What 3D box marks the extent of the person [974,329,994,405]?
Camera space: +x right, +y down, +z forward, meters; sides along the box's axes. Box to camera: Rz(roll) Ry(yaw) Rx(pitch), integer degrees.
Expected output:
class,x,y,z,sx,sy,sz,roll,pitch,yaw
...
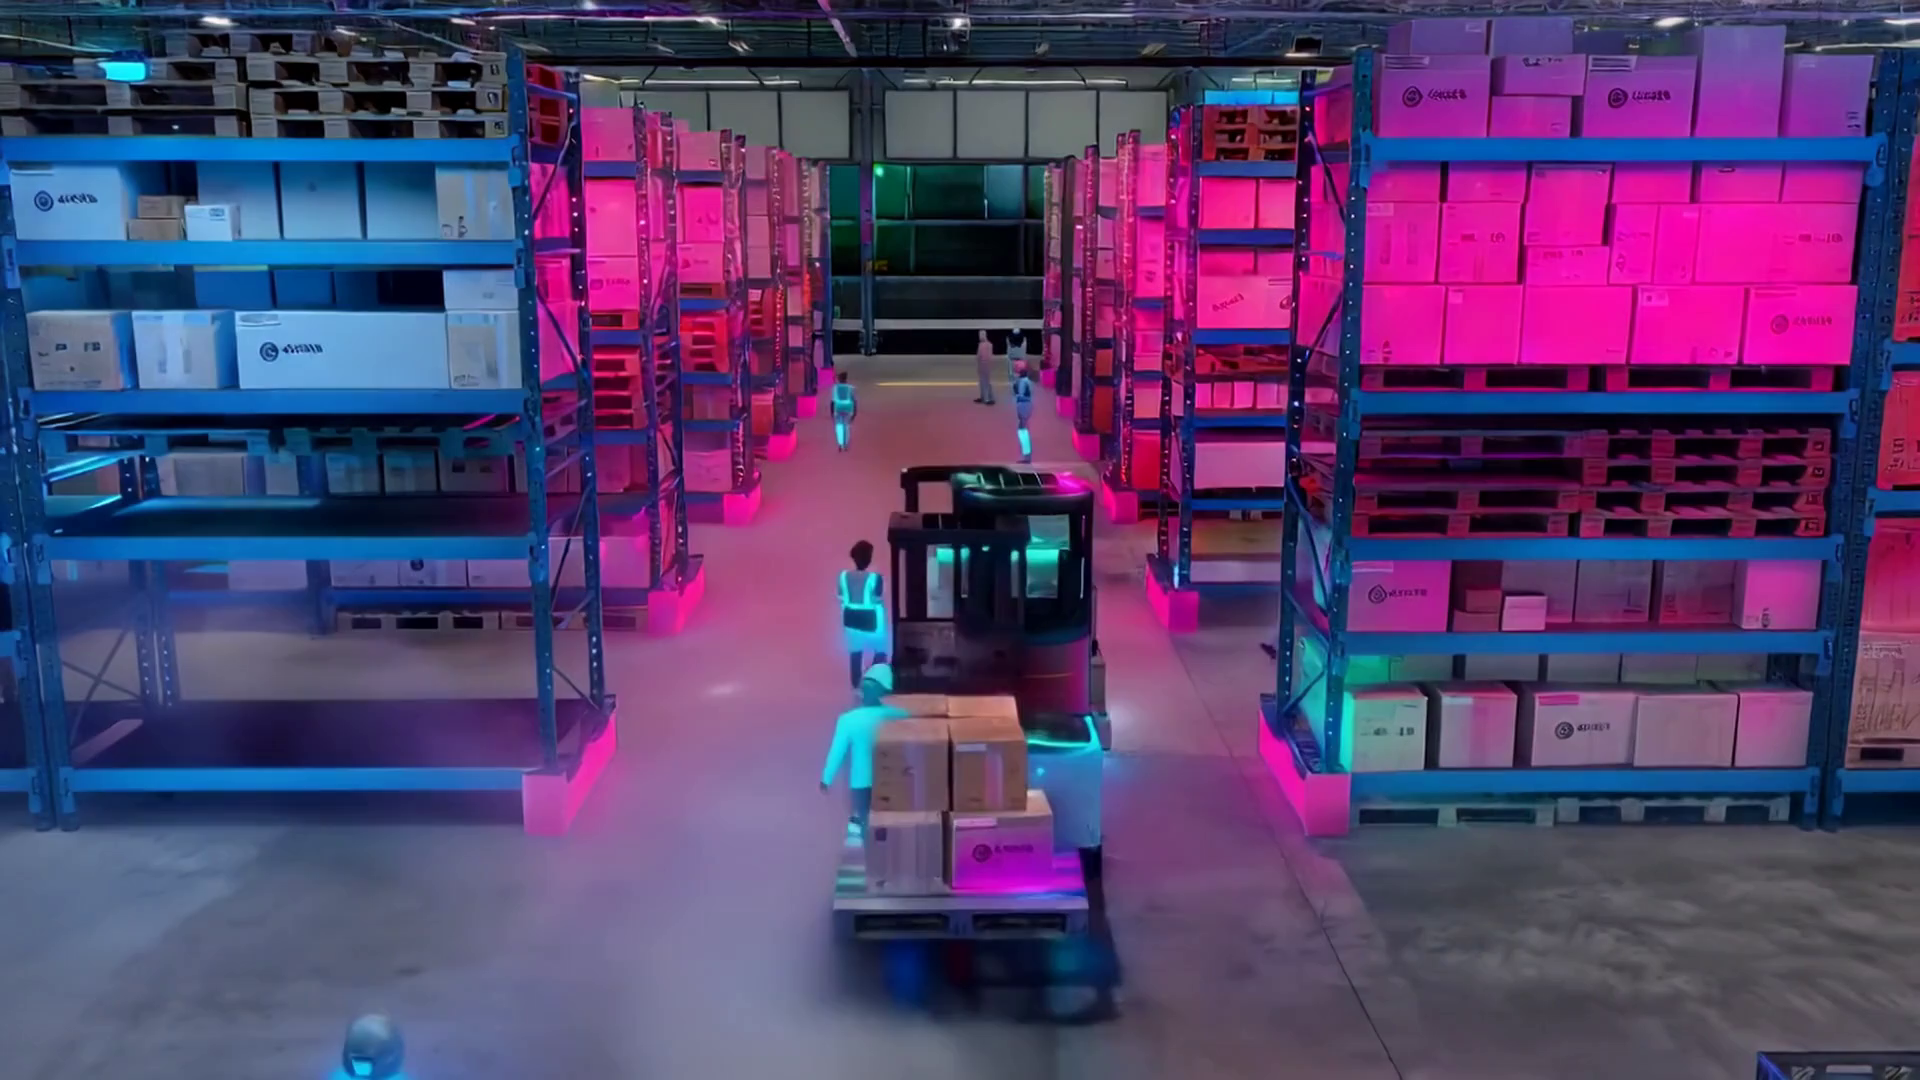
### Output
class,x,y,z,sx,sy,sz,roll,pitch,yaw
person,0.595,-4.343,41.758,0.643,1.864,0.715,3,12,15

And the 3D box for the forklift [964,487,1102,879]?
class,x,y,z,sx,sy,sz,roll,pitch,yaw
forklift,0.495,0.986,12.813,1.129,2.768,1.873,0,11,-2

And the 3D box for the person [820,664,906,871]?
class,x,y,z,sx,sy,sz,roll,pitch,yaw
person,-0.673,1.737,11.964,0.547,1.702,0.865,-7,13,-31

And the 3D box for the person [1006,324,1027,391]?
class,x,y,z,sx,sy,sz,roll,pitch,yaw
person,1.500,-4.860,44.407,0.573,1.819,0.579,0,11,0

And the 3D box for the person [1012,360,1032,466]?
class,x,y,z,sx,sy,sz,roll,pitch,yaw
person,1.183,-2.443,31.931,0.407,2.035,0.601,2,12,12

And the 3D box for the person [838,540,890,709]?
class,x,y,z,sx,sy,sz,roll,pitch,yaw
person,-0.948,0.837,16.490,0.544,1.683,0.410,6,13,27

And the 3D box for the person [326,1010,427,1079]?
class,x,y,z,sx,sy,sz,roll,pitch,yaw
person,-2.470,2.756,7.204,0.504,1.601,0.807,3,12,15

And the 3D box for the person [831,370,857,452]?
class,x,y,z,sx,sy,sz,roll,pitch,yaw
person,-2.337,-2.586,33.517,0.540,1.678,0.661,-1,11,-4

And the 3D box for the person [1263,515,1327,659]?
class,x,y,z,sx,sy,sz,roll,pitch,yaw
person,3.781,0.461,17.971,0.996,1.863,0.647,4,12,21

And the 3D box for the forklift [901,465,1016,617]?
class,x,y,z,sx,sy,sz,roll,pitch,yaw
forklift,-0.013,0.775,13.859,1.129,2.768,1.873,0,11,0
